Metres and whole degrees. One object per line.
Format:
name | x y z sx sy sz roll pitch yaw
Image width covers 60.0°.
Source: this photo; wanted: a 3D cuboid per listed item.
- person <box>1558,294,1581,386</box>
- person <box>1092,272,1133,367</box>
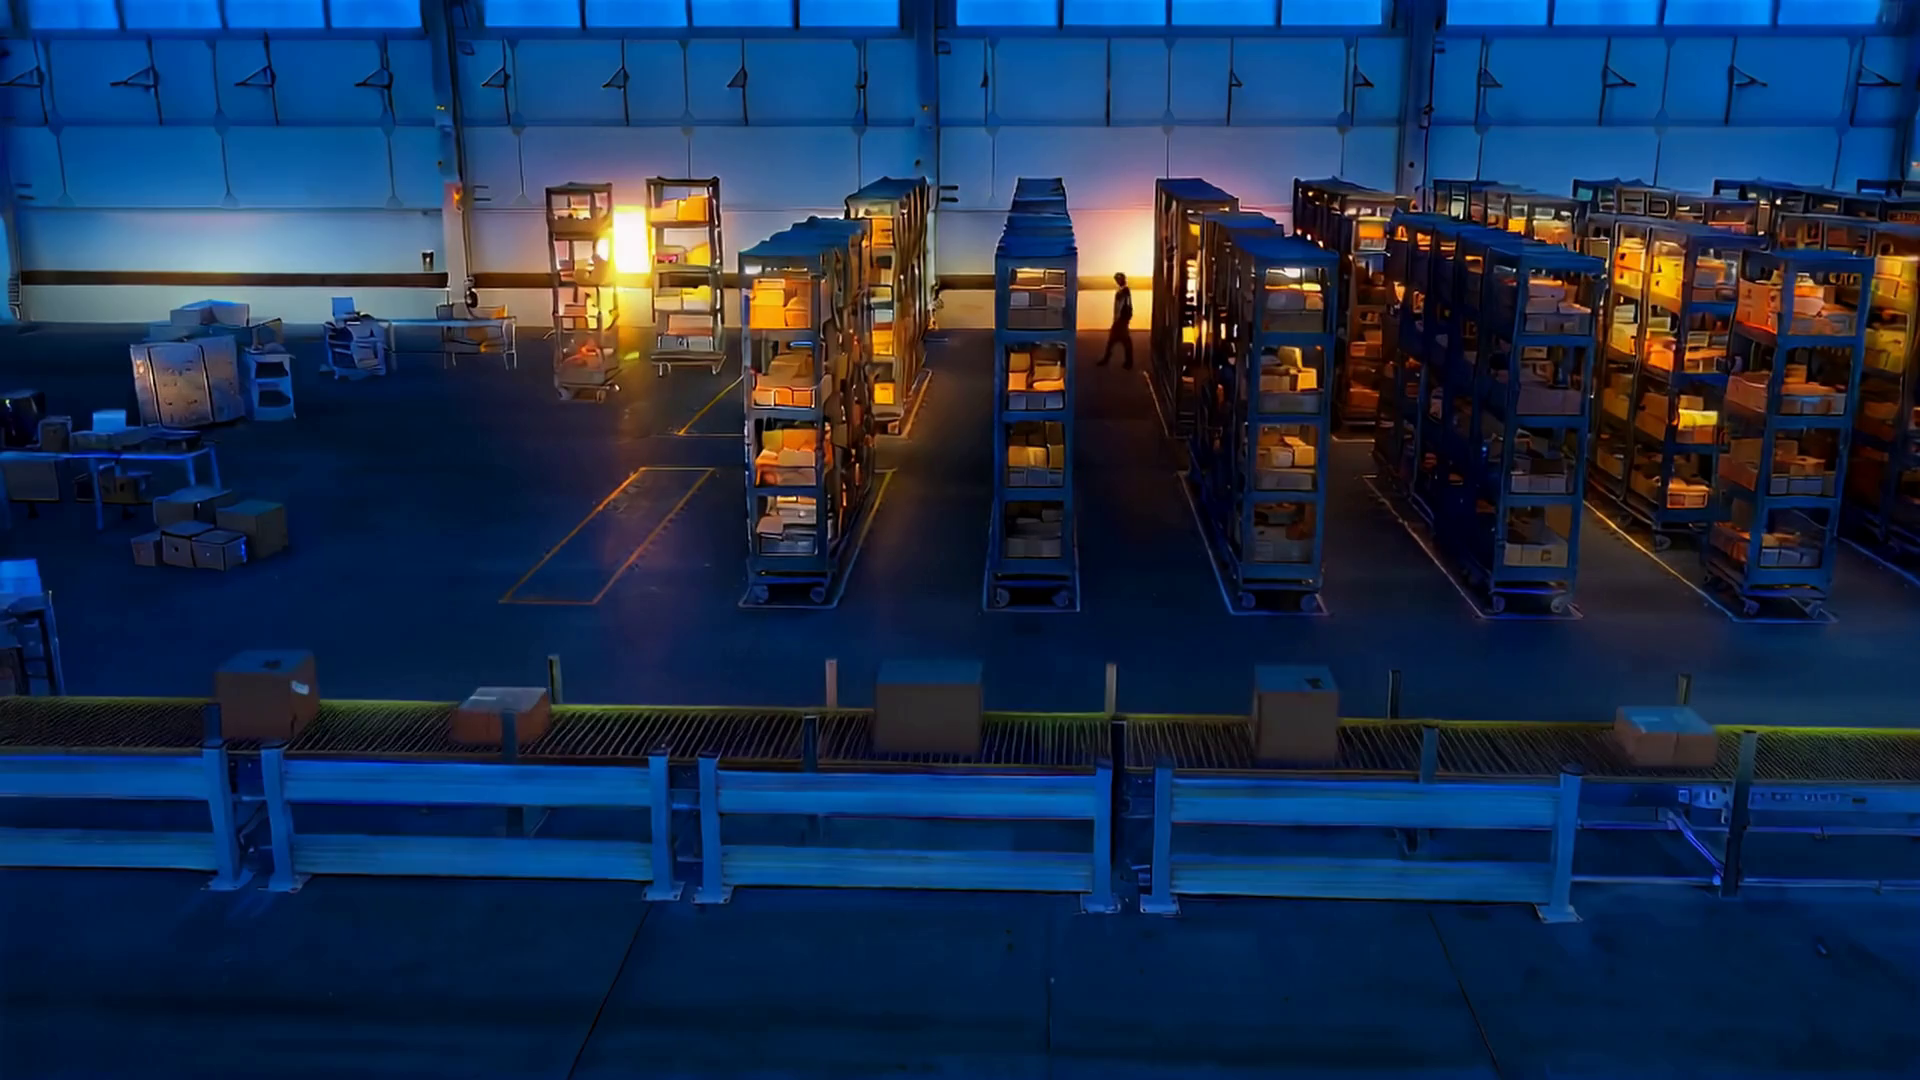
person | 9.912 -3.073 27.185 0.393 1.985 0.610 -3 15 -10
person | 2.929 -4.167 31.561 0.868 1.810 0.589 -2 15 -9
